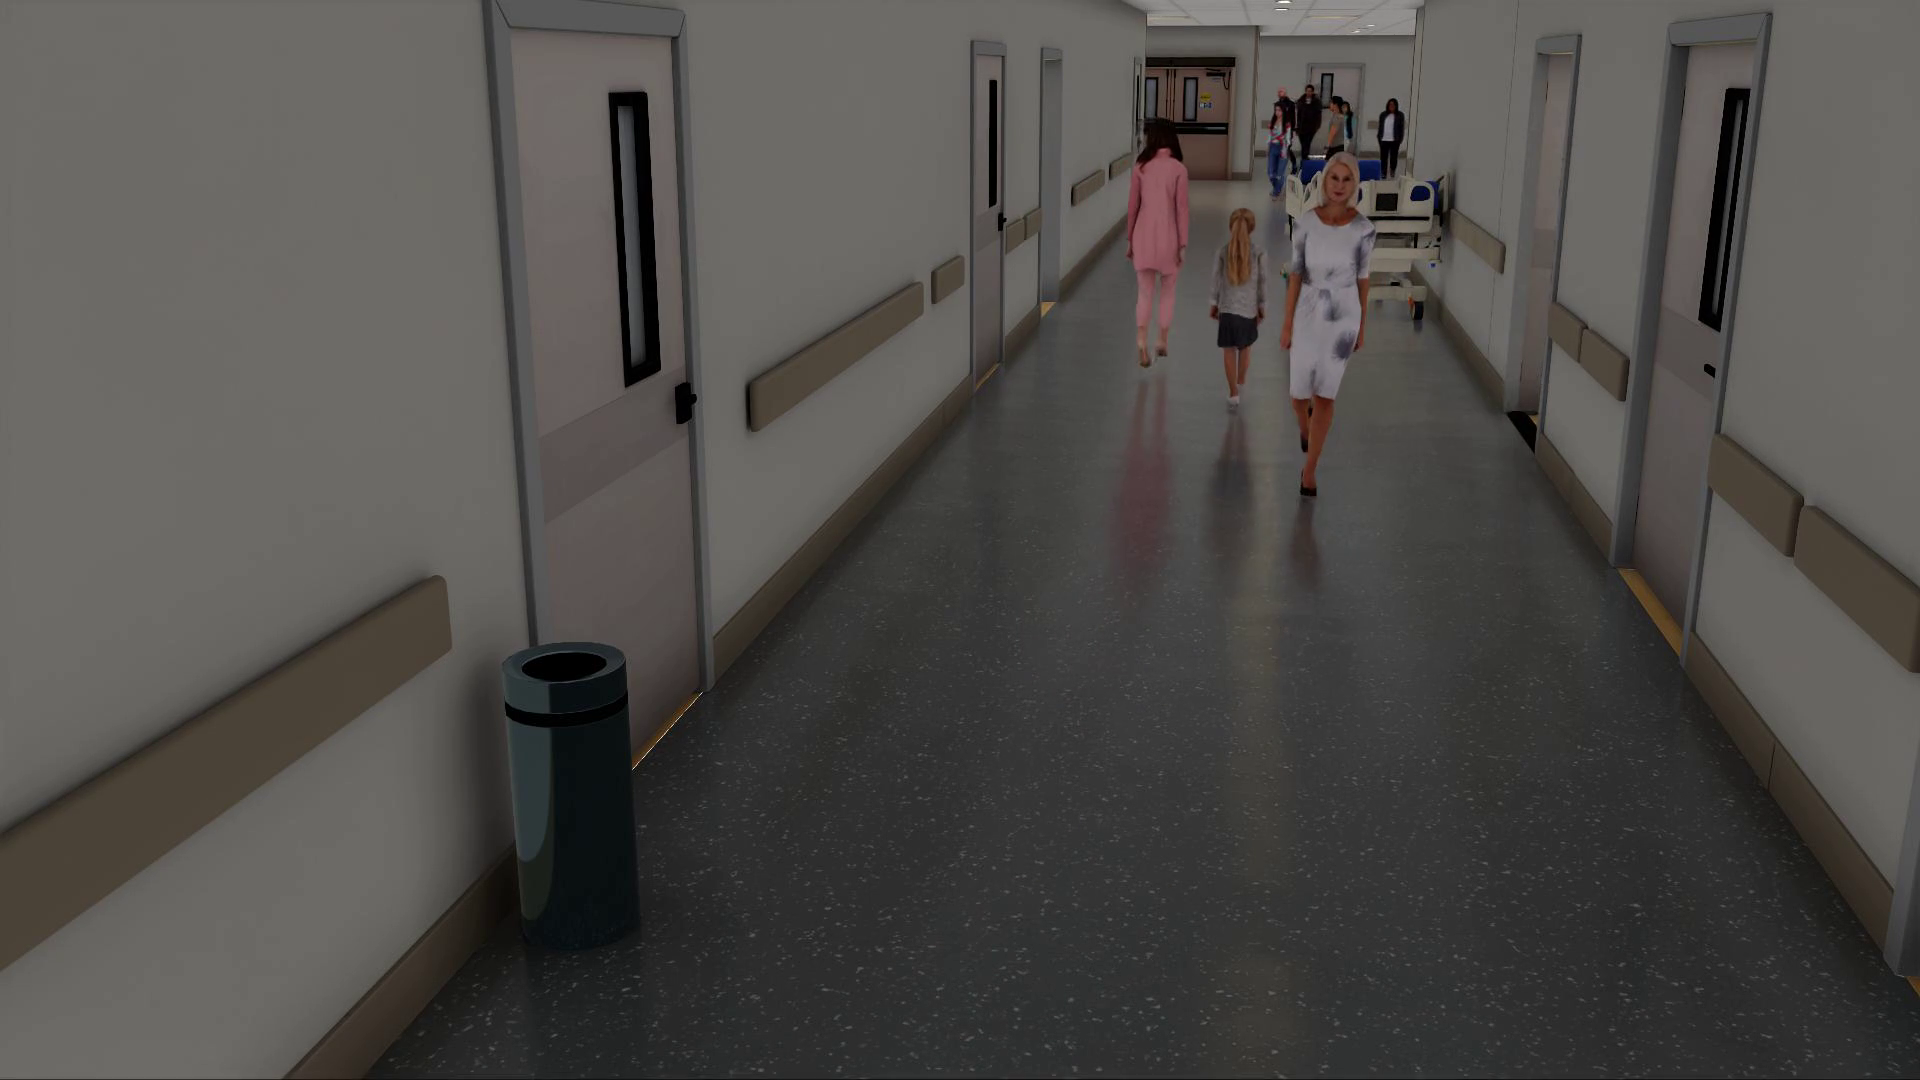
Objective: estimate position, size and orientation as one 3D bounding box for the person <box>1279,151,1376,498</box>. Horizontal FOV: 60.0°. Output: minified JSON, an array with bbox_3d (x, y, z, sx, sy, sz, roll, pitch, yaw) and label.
[{"bbox_3d":[1.867,-1.101,8.526,0.871,1.723,0.663,3,16,10],"label":"person"}]

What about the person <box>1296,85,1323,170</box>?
[{"bbox_3d":[7.645,-9.048,36.605,1.233,1.784,1.031,7,17,24],"label":"person"}]

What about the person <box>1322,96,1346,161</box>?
[{"bbox_3d":[6.520,-6.701,28.482,1.173,1.674,0.724,5,17,18],"label":"person"}]

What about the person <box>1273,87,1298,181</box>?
[{"bbox_3d":[6.529,-8.145,33.344,0.909,1.814,0.945,12,20,36],"label":"person"}]

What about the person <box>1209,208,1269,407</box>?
[{"bbox_3d":[1.801,-1.482,10.745,0.805,1.246,0.642,1,16,3],"label":"person"}]

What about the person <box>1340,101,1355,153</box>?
[{"bbox_3d":[8.370,-8.775,36.193,0.889,1.482,0.796,8,18,27],"label":"person"}]

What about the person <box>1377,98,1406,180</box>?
[{"bbox_3d":[8.678,-8.081,33.560,0.918,1.575,0.828,6,17,19],"label":"person"}]

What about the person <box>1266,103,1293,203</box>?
[{"bbox_3d":[5.333,-6.433,27.664,0.711,1.601,0.752,9,18,28],"label":"person"}]

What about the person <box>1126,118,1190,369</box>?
[{"bbox_3d":[1.389,-2.077,11.923,1.097,1.760,0.775,4,16,16],"label":"person"}]
